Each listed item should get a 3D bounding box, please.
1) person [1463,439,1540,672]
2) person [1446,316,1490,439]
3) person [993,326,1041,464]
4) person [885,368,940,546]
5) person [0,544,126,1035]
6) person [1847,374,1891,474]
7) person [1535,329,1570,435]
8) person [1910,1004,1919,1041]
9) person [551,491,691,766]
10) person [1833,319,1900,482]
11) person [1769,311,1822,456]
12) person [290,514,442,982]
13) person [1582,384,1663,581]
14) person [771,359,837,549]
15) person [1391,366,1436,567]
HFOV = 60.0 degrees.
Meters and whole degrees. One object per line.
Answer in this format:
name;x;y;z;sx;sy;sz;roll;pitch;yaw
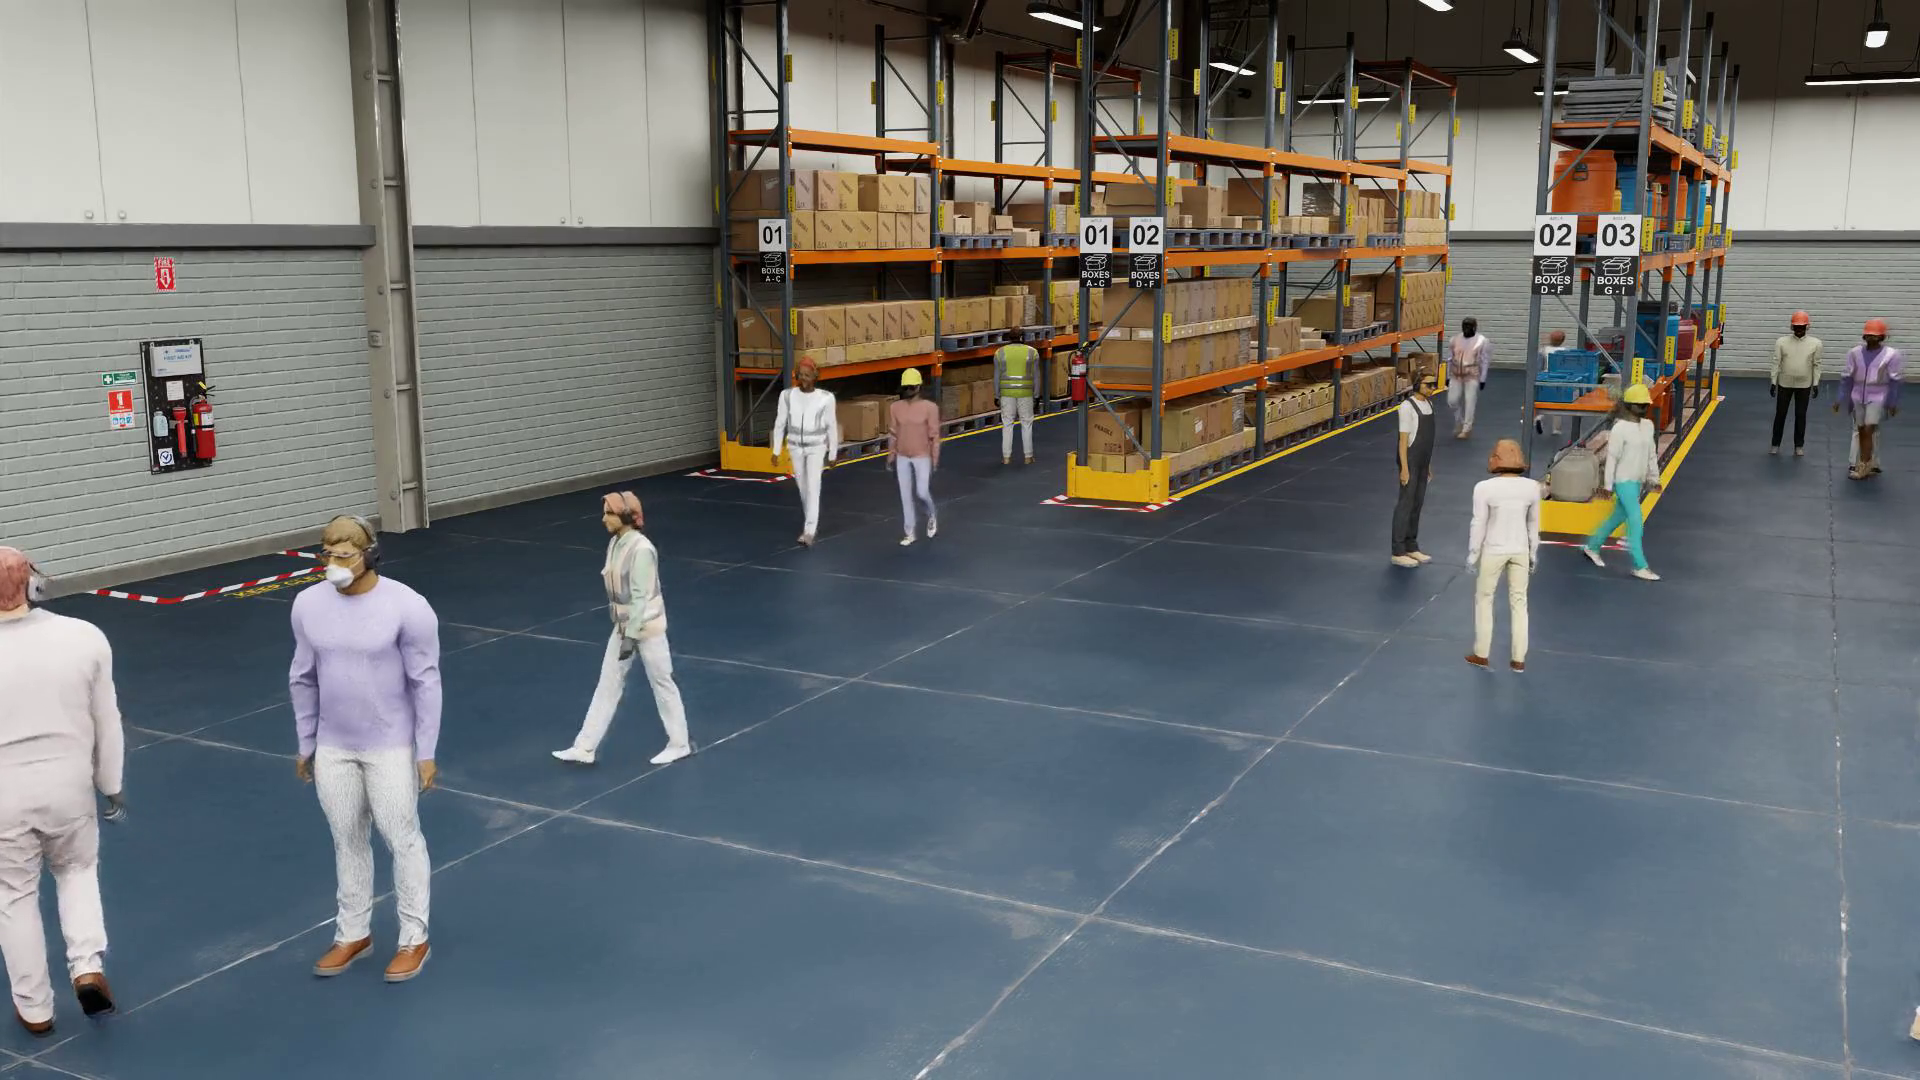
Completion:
person;3.796;0.108;11.679;0.518;1.611;0.519;-1;10;-7
person;7.573;-2.428;24.893;0.651;1.832;0.447;8;13;37
person;0.757;-1.922;22.124;0.633;1.837;0.429;1;10;4
person;-0.453;-0.822;16.351;0.532;1.754;0.412;4;11;20
person;-3.522;0.952;6.281;0.667;1.895;0.427;-8;13;-39
person;11.633;-1.668;21.292;0.498;1.633;0.279;8;13;37
person;8.987;-2.380;25.221;0.521;1.621;0.635;8;13;38
person;4.047;1.042;6.124;0.979;1.784;0.639;-1;10;-6
person;-1.905;0.528;9.396;0.825;1.599;0.526;-8;13;-35
person;11.170;-1.720;20.555;0.940;1.999;0.635;-8;13;-37
person;11.540;-2.159;22.988;0.623;1.992;0.397;5;11;23
person;-2.417;0.842;6.780;0.635;1.936;0.355;2;11;11
person;5.984;-0.552;14.957;0.525;1.725;0.890;-7;13;-35
person;-1.517;-0.854;16.338;0.594;1.830;1.005;2;11;12
person;4.197;-0.679;15.326;0.326;1.842;0.517;9;14;41
